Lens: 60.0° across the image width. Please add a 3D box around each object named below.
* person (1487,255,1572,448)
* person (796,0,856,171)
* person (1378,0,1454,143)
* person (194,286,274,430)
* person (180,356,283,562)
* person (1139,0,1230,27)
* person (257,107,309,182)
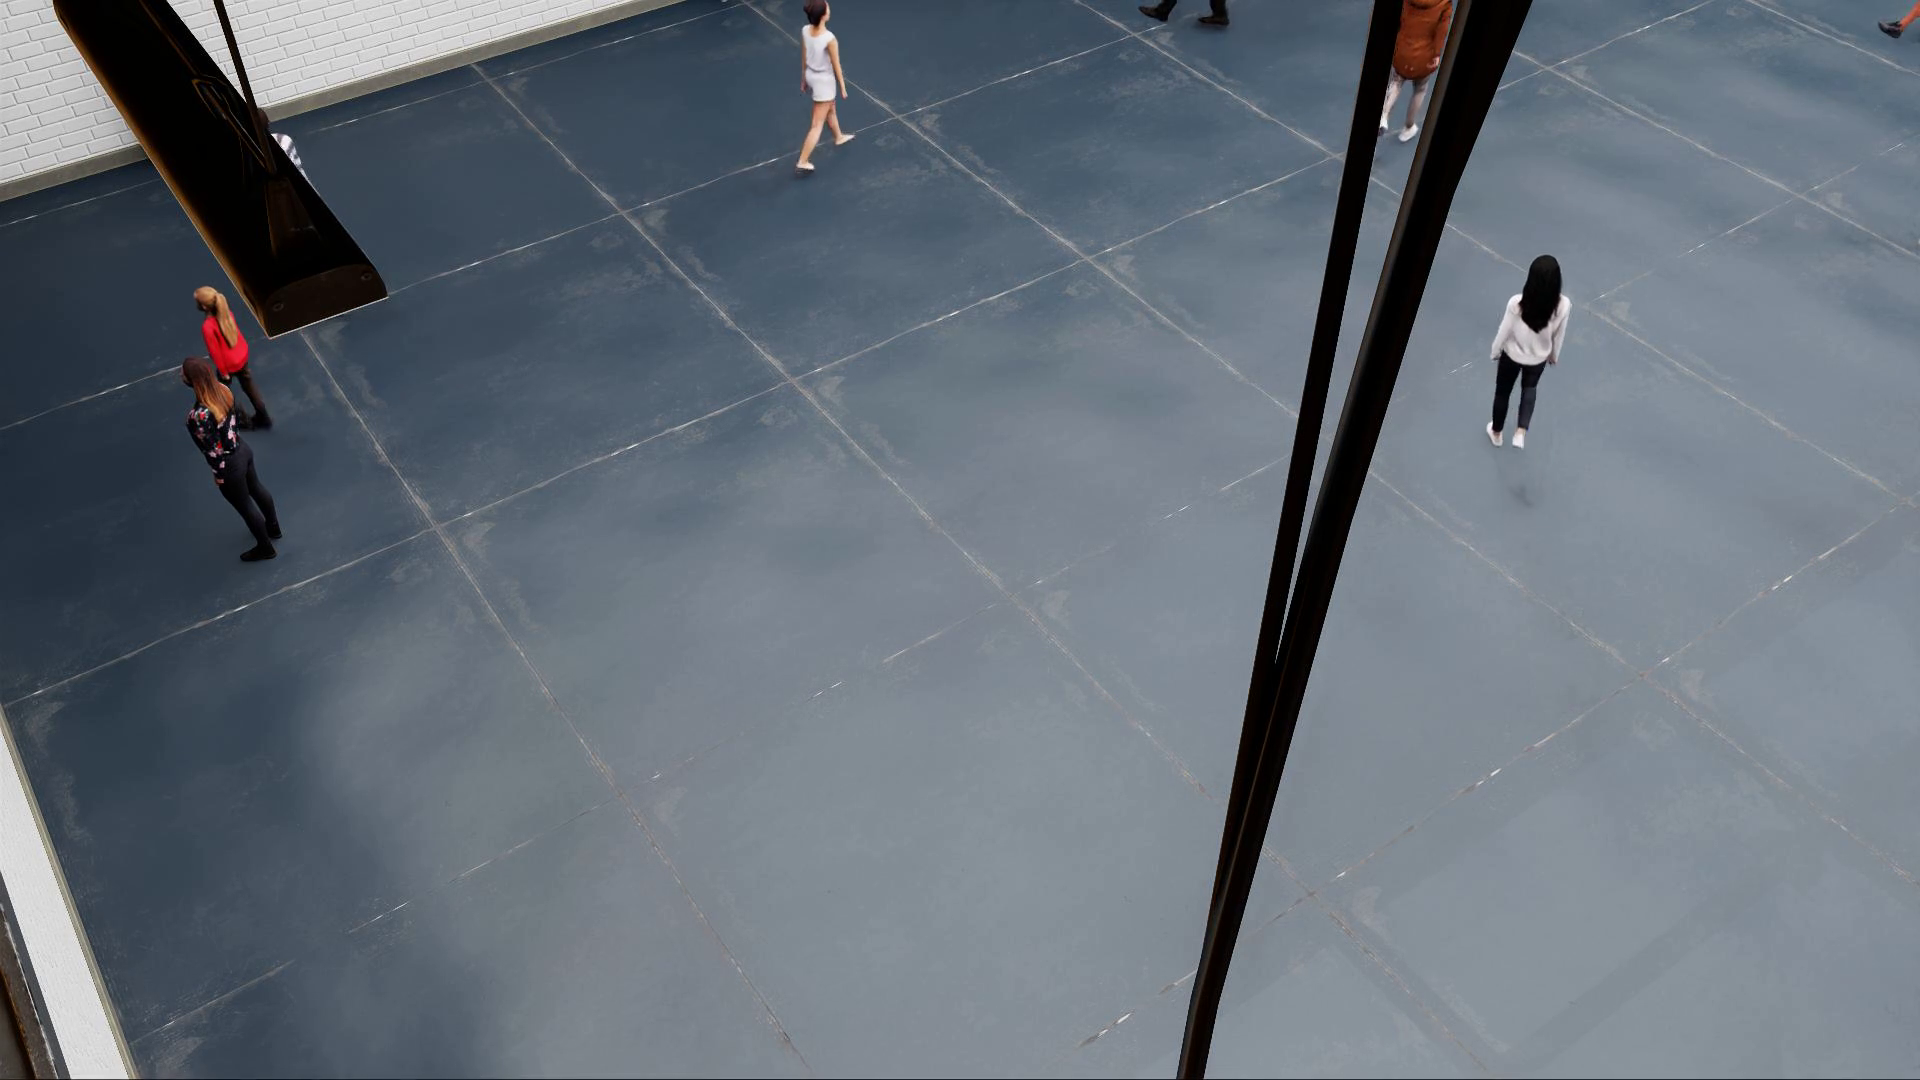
[{"bbox_3d":[4.127,-1.302,12.107,0.816,1.695,0.877,2,44,2],"label":"person"},{"bbox_3d":[-1.318,-4.116,15.156,0.736,1.565,1.118,32,52,29],"label":"person"},{"bbox_3d":[4.169,-4.474,15.344,0.869,1.823,0.960,24,48,23],"label":"person"},{"bbox_3d":[-5.407,-1.338,12.453,0.692,1.271,0.632,7,44,7],"label":"person"},{"bbox_3d":[-4.974,-0.566,11.343,0.675,1.684,0.654,-1,44,-1],"label":"person"},{"bbox_3d":[2.608,-6.159,17.077,1.269,1.873,1.213,7,44,7],"label":"person"},{"bbox_3d":[-5.364,-2.616,13.404,1.144,1.810,1.142,12,45,12],"label":"person"}]
